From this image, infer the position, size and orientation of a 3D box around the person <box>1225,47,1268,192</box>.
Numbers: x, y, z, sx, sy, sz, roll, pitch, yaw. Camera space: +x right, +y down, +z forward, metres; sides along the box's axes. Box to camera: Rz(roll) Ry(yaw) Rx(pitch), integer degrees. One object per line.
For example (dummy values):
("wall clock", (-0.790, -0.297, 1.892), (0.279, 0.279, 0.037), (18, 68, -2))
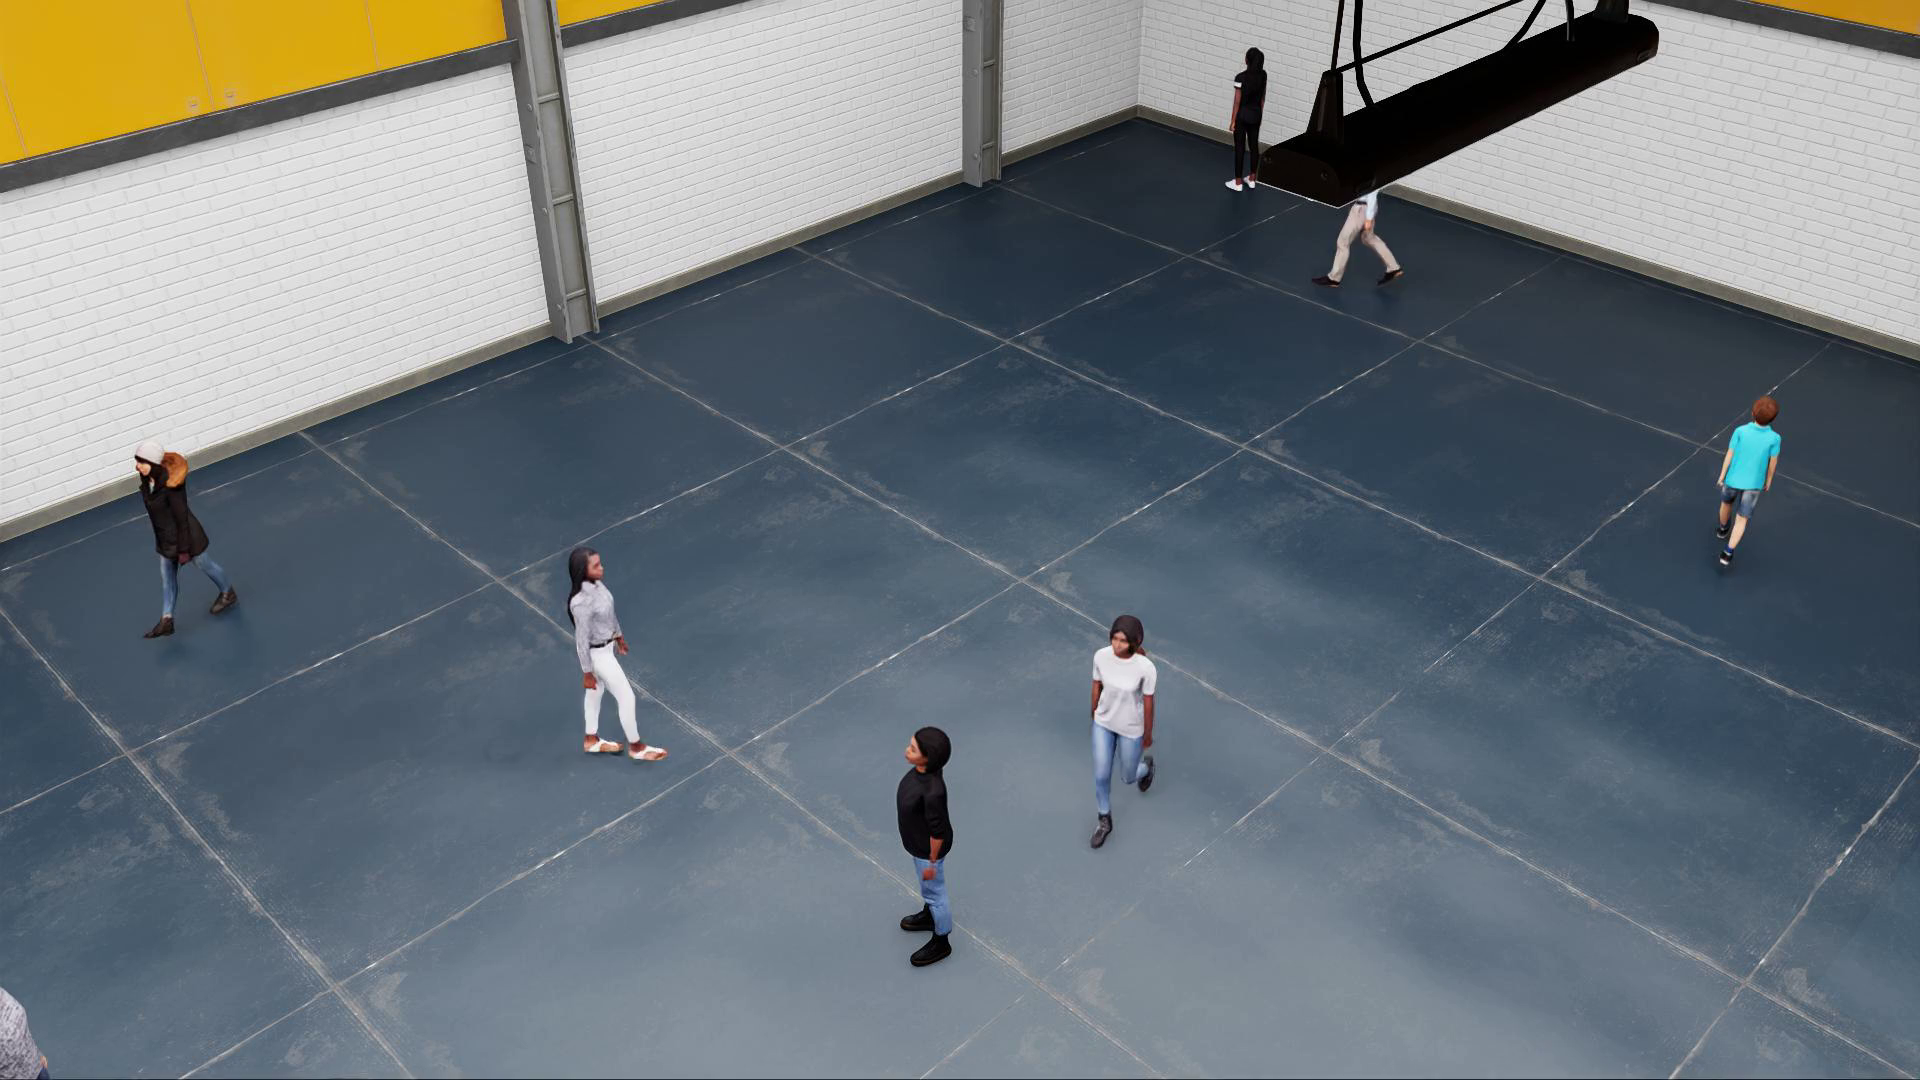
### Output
("person", (3.466, -5.076, 20.040), (0.619, 1.728, 0.742), (-14, 36, -20))

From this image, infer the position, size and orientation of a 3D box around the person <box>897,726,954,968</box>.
("person", (-0.178, 1.770, 9.763), (0.690, 1.702, 0.655), (-6, 34, -9))

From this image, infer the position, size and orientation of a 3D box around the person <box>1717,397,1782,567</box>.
("person", (6.310, -0.460, 13.374), (0.708, 1.418, 1.028), (17, 37, 23))

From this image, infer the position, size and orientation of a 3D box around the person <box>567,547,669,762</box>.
("person", (-2.530, 0.778, 11.249), (0.963, 1.710, 0.908), (1, 34, 1))

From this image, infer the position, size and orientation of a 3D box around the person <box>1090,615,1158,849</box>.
("person", (1.057, 1.167, 10.667), (0.746, 1.705, 1.000), (17, 37, 24))

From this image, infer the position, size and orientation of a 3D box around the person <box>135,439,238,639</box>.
("person", (-5.860, -0.060, 12.617), (0.822, 1.592, 1.097), (17, 37, 24))
